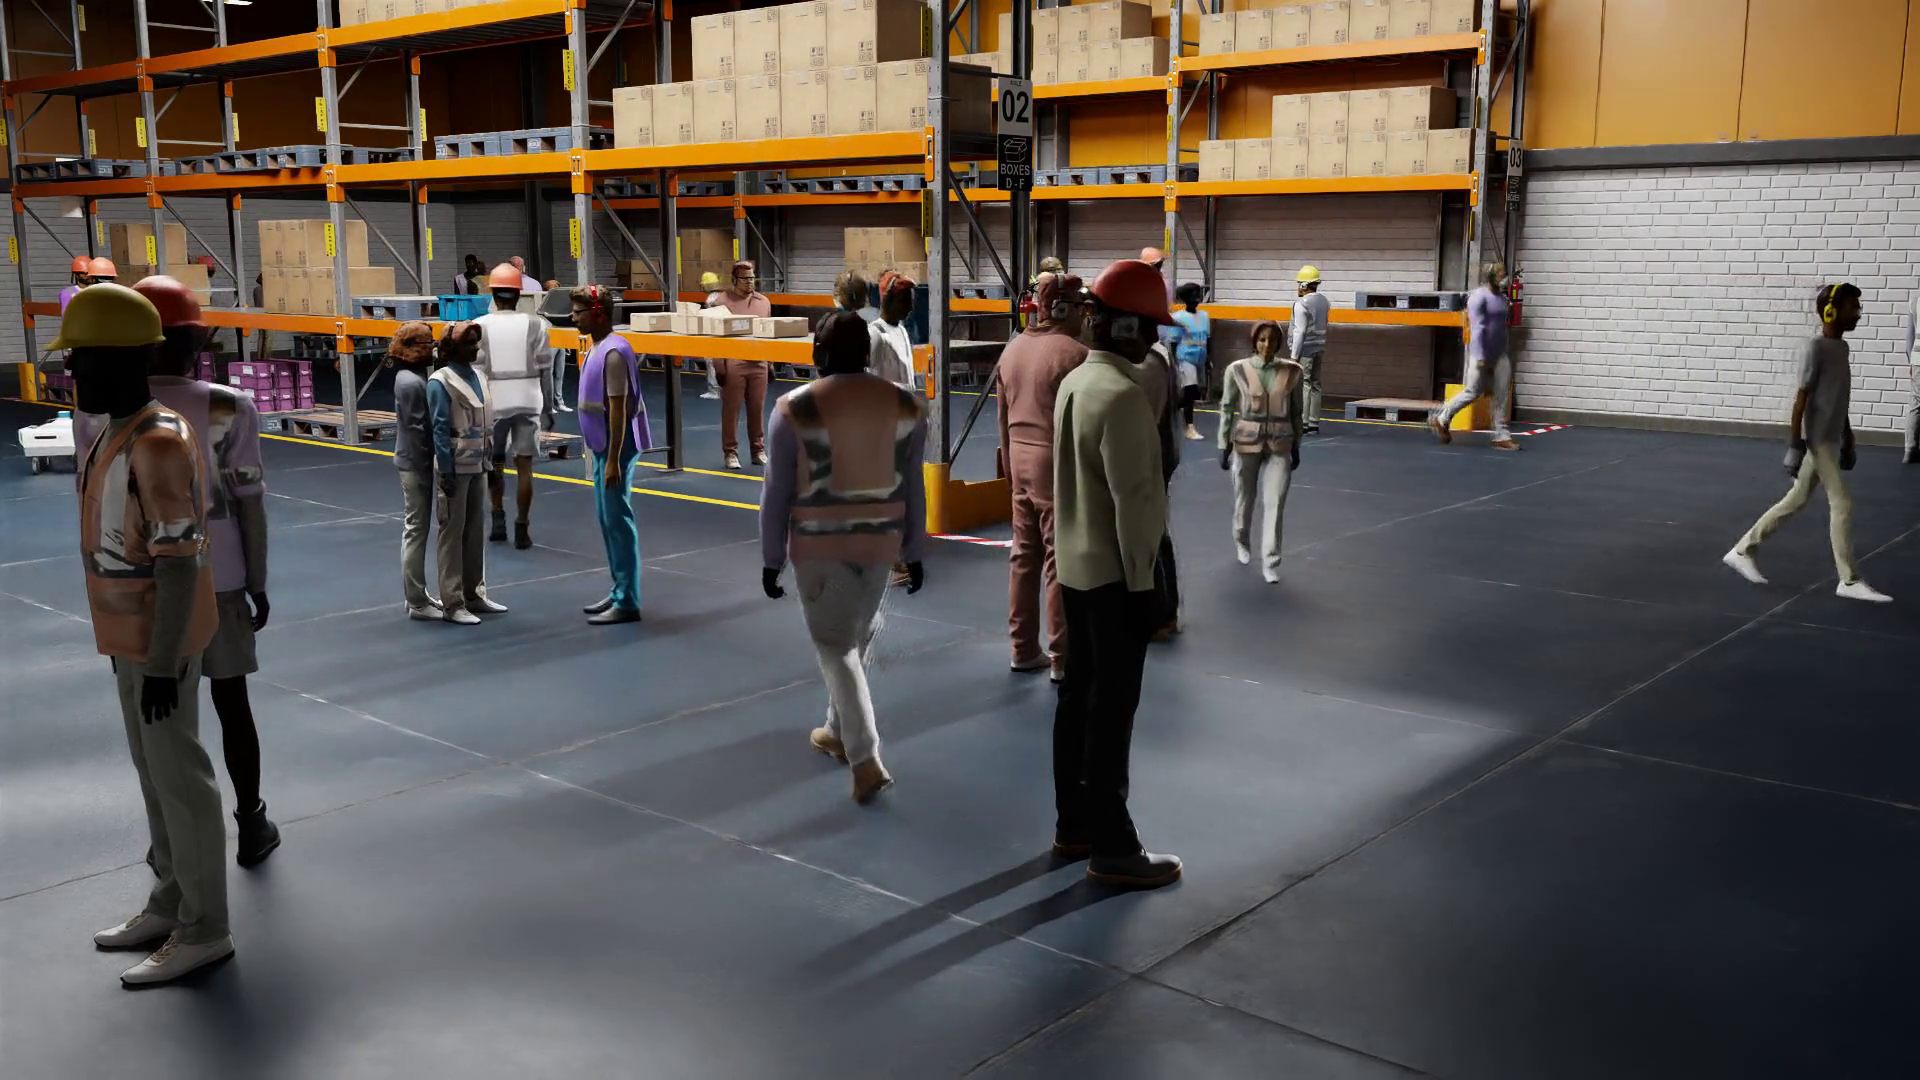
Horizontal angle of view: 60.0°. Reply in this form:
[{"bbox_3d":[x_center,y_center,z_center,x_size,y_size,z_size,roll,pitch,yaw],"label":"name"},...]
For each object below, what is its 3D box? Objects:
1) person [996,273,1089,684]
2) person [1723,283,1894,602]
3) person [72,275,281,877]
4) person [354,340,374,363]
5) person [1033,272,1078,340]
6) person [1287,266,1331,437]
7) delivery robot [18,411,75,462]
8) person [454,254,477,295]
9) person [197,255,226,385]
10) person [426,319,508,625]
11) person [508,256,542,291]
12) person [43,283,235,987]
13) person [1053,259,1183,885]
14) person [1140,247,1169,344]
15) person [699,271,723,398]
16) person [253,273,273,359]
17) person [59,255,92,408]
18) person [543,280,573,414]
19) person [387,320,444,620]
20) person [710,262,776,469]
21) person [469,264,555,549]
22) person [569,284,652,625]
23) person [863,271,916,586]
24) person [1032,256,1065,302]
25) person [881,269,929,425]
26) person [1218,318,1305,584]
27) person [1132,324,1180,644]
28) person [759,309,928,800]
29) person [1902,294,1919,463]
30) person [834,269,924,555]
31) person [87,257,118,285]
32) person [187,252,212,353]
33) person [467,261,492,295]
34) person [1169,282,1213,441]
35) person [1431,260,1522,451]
[{"bbox_3d":[0.451,-0.288,7.814,0.399,1.905,0.643,-7,12,-34],"label":"person"},{"bbox_3d":[5.026,-0.591,9.782,0.531,1.835,0.957,-10,14,-44],"label":"person"},{"bbox_3d":[-2.524,0.122,5.386,0.547,1.934,0.376,-4,11,-21],"label":"person"},{"bbox_3d":[-10.648,-4.019,29.443,0.316,1.769,0.523,9,13,42],"label":"person"},{"bbox_3d":[0.731,-1.411,14.459,0.619,1.812,0.533,-4,11,-20],"label":"person"},{"bbox_3d":[3.732,-2.031,17.938,0.404,1.833,0.590,9,13,40],"label":"person"},{"bbox_3d":[-8.035,-0.912,14.935,0.707,0.478,0.477,-3,10,-16],"label":"delivery robot"},{"bbox_3d":[-7.928,-3.686,27.113,0.596,1.918,0.380,-2,10,-14],"label":"person"},{"bbox_3d":[-11.039,-3.216,24.439,0.399,1.918,0.567,-6,11,-29],"label":"person"},{"bbox_3d":[-2.692,-0.372,9.039,0.309,1.641,0.511,2,10,13],"label":"person"},{"bbox_3d":[-5.960,-2.868,22.495,0.643,1.908,0.408,-6,12,-31],"label":"person"},{"bbox_3d":[-2.268,0.259,4.627,0.367,1.927,0.587,-7,12,-37],"label":"person"},{"bbox_3d":[0.495,0.103,5.353,0.392,1.986,0.610,-3,10,-16],"label":"person"},{"bbox_3d":[2.211,-2.355,19.218,0.565,2.032,0.629,3,11,19],"label":"person"},{"bbox_3d":[-3.181,-2.743,22.313,0.664,1.708,0.509,3,11,19],"label":"person"},{"bbox_3d":[-11.874,-3.771,28.445,0.507,1.624,0.295,7,12,33],"label":"person"},{"bbox_3d":[-9.668,-2.178,18.472,0.359,1.939,0.542,4,11,23],"label":"person"},{"bbox_3d":[-4.982,-2.370,20.433,0.270,1.632,0.508,5,11,27],"label":"person"},{"bbox_3d":[-2.954,-0.382,9.112,0.282,1.633,0.498,-4,11,-20],"label":"person"},{"bbox_3d":[-1.976,-1.604,15.327,0.645,1.900,0.402,-8,13,-40],"label":"person"},{"bbox_3d":[-3.045,-0.911,11.331,0.553,1.910,0.678,-2,10,-12],"label":"person"},{"bbox_3d":[-1.888,-0.466,9.044,0.396,1.832,0.570,-4,11,-21],"label":"person"},{"bbox_3d":[-0.430,-0.676,10.068,0.356,1.886,0.575,3,10,15],"label":"person"},{"bbox_3d":[0.922,-1.938,17.104,0.372,1.940,0.632,-1,10,-5],"label":"person"},{"bbox_3d":[-0.765,-2.015,17.968,1.068,1.792,0.582,-2,10,-14],"label":"person"},{"bbox_3d":[1.861,-0.583,10.342,0.525,1.604,0.800,1,10,3],"label":"person"},{"bbox_3d":[0.980,-0.363,8.545,0.313,1.814,0.676,4,11,21],"label":"person"},{"bbox_3d":[-0.420,0.039,6.240,0.634,1.808,0.930,-5,11,-26],"label":"person"},{"bbox_3d":[9.090,-1.657,15.482,0.387,1.948,0.601,-3,11,-18],"label":"person"},{"bbox_3d":[-0.669,-0.839,11.013,1.049,1.876,0.647,6,12,30],"label":"person"},{"bbox_3d":[-7.724,-1.591,15.128,0.370,1.939,0.543,7,12,35],"label":"person"},{"bbox_3d":[-10.708,-3.021,22.984,0.689,2.000,0.537,-3,10,-15],"label":"person"},{"bbox_3d":[-7.776,-3.623,27.046,0.432,1.823,0.637,3,11,19],"label":"person"},{"bbox_3d":[2.395,-1.907,17.674,0.536,1.671,0.679,-7,12,-37],"label":"person"},{"bbox_3d":[5.268,-1.864,16.789,0.630,1.914,0.906,-7,12,-35],"label":"person"}]
